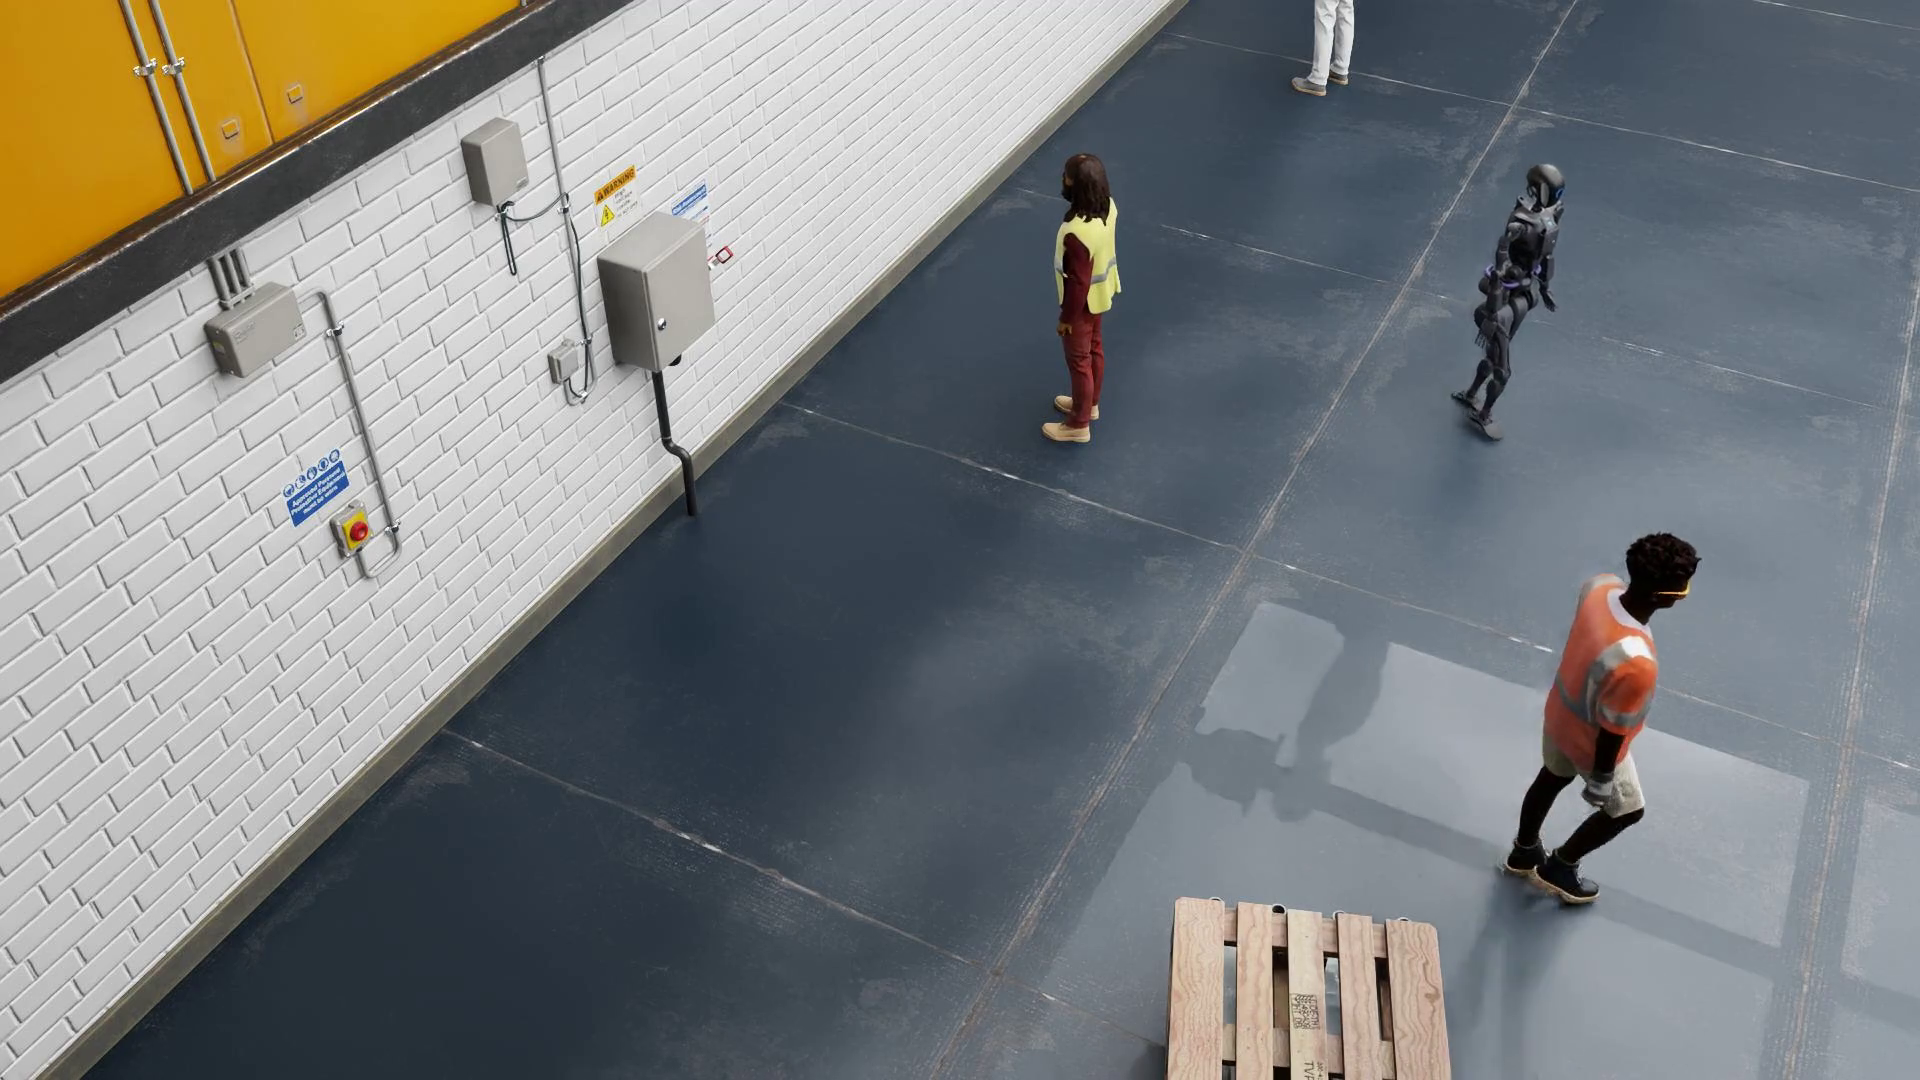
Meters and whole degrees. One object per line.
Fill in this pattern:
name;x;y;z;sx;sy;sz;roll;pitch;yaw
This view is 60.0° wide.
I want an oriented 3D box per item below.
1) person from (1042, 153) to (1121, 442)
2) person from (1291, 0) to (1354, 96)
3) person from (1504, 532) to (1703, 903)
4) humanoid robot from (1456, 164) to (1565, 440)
person;0.683;-1.327;9.229;0.369;1.768;0.466;14;43;16
person;2.862;-4.320;12.621;0.571;1.876;0.351;-32;50;-31
person;2.618;0.744;6.684;0.520;1.951;0.631;0;41;0
humanoid robot;3.138;-1.349;9.328;0.600;1.646;0.556;-28;48;-29
